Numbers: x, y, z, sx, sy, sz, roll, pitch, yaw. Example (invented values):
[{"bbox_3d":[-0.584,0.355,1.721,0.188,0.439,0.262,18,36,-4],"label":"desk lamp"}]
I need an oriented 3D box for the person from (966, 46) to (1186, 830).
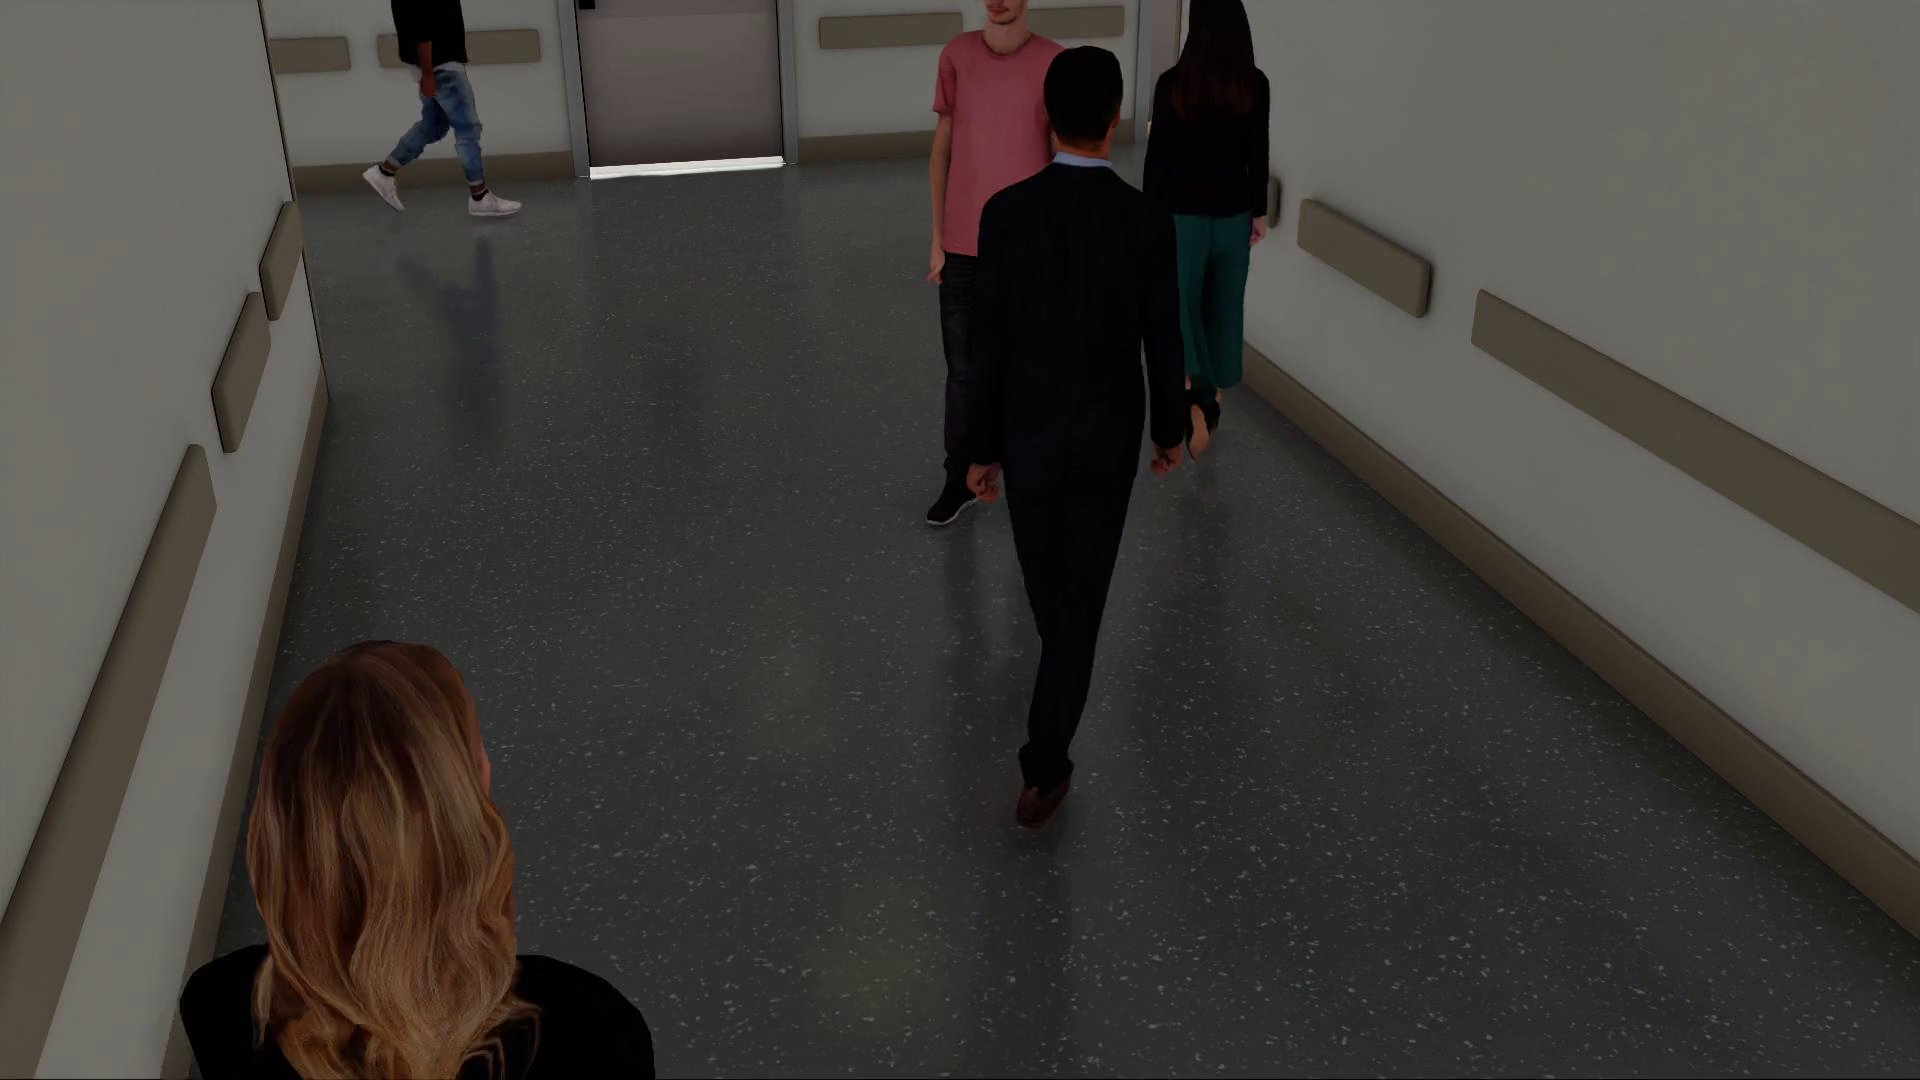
[{"bbox_3d":[0.250,-0.178,4.006,1.274,1.804,1.118,5,26,11],"label":"person"}]

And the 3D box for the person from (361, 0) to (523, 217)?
[{"bbox_3d":[-2.984,-2.655,9.167,1.069,1.784,0.697,-6,26,-12],"label":"person"}]

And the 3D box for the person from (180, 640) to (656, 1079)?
[{"bbox_3d":[-0.503,0.972,1.658,0.941,1.773,0.869,1,26,2],"label":"person"}]

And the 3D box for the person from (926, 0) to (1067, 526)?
[{"bbox_3d":[0.134,-0.986,5.499,0.647,1.964,0.772,5,26,11],"label":"person"}]

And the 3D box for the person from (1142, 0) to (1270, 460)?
[{"bbox_3d":[0.891,-1.078,5.977,1.001,1.715,0.827,0,26,-1],"label":"person"}]
